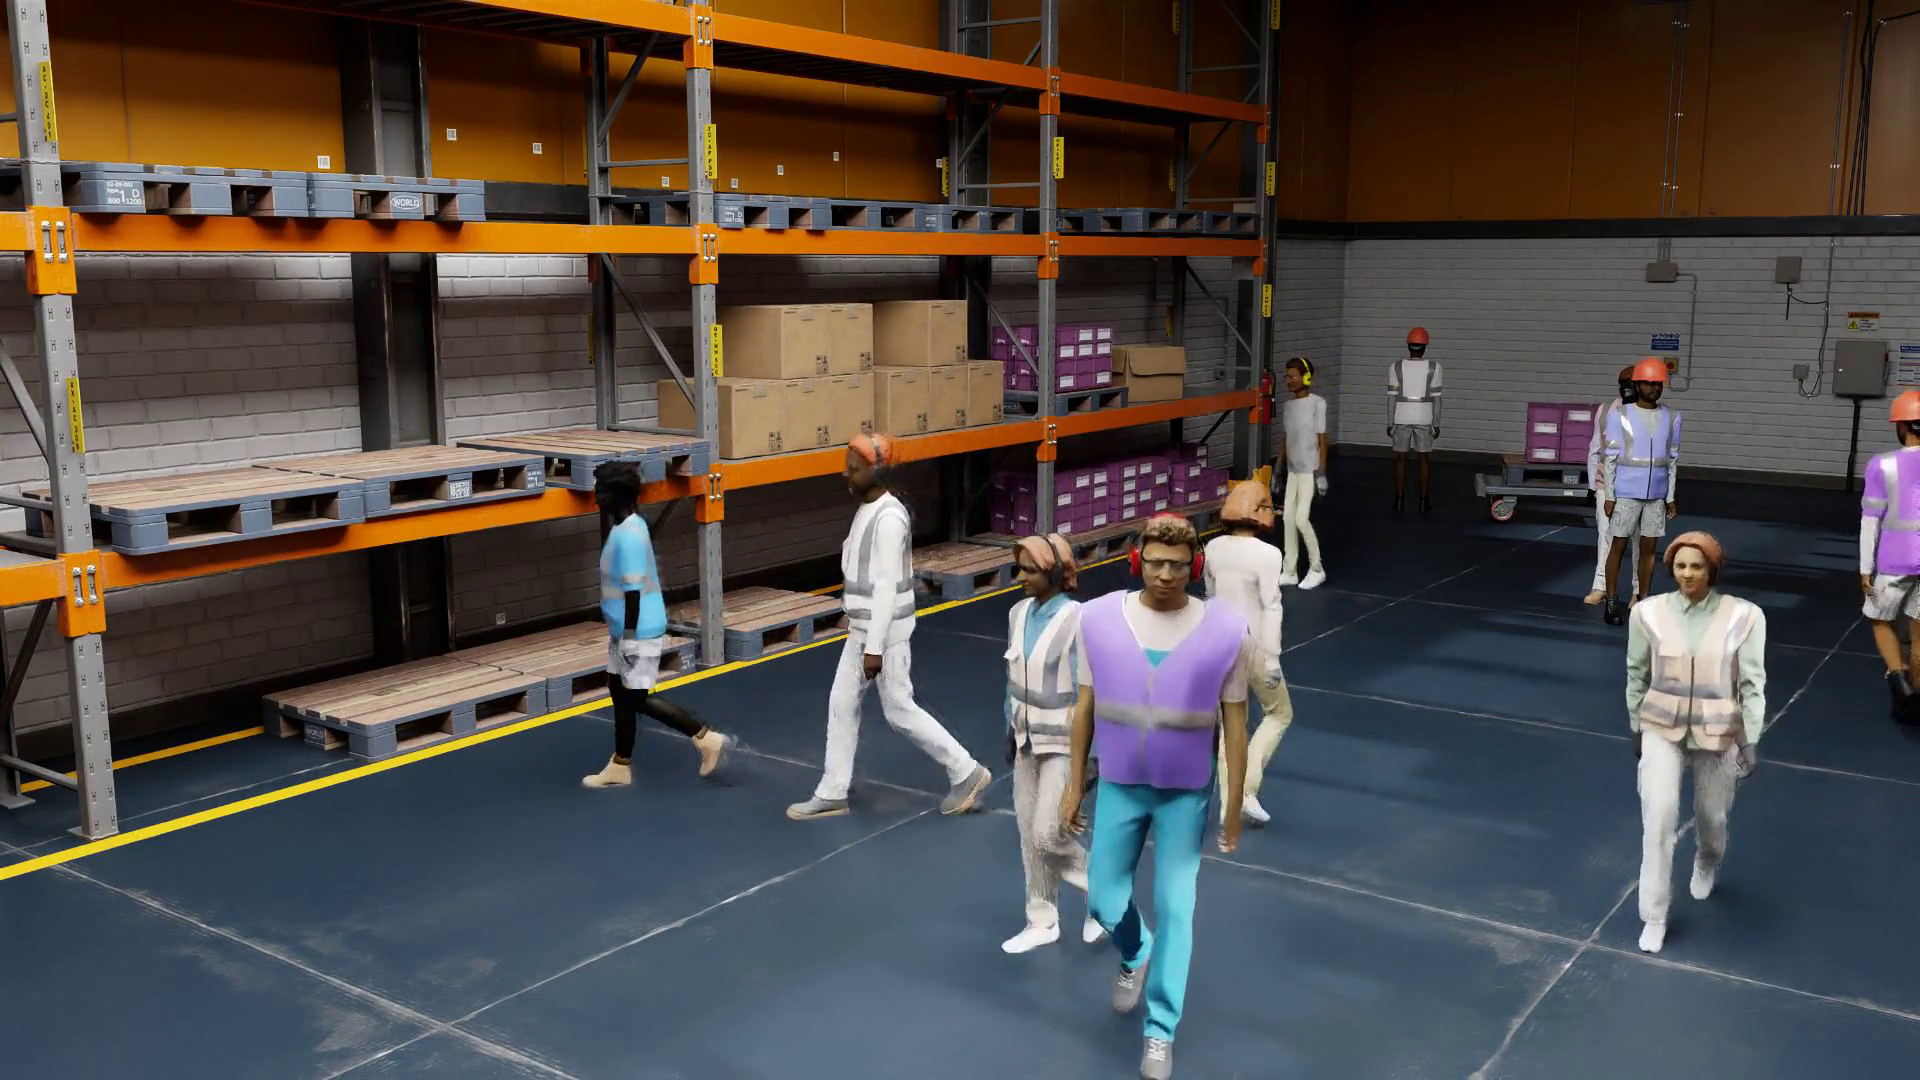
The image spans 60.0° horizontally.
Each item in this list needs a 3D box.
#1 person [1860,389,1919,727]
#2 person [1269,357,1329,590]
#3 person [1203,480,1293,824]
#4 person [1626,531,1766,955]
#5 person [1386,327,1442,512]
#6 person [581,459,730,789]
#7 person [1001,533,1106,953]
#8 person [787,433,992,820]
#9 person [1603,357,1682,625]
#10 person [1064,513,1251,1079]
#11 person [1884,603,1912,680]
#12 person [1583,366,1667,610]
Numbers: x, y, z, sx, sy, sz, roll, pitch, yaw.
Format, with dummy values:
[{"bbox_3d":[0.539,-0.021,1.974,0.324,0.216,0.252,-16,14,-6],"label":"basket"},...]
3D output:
[{"bbox_3d":[5.306,0.128,9.271,0.546,1.915,0.608,3,10,15],"label":"person"},{"bbox_3d":[2.707,-0.530,13.338,0.405,1.860,0.578,-5,11,-26],"label":"person"},{"bbox_3d":[1.327,0.527,7.731,0.369,1.612,0.519,-7,12,-34],"label":"person"},{"bbox_3d":[2.878,0.739,6.540,0.505,1.604,0.816,5,11,26],"label":"person"},{"bbox_3d":[4.755,-1.256,17.431,0.552,1.933,0.368,3,10,16],"label":"person"},{"bbox_3d":[-1.523,0.428,8.206,0.677,1.672,0.525,-2,10,-10],"label":"person"},{"bbox_3d":[0.343,0.776,6.241,0.395,1.623,0.539,-6,11,-33],"label":"person"},{"bbox_3d":[-0.318,0.413,7.769,0.917,1.854,0.583,-3,10,-15],"label":"person"},{"bbox_3d":[4.914,-0.347,12.000,0.544,1.943,0.347,0,10,-2],"label":"person"},{"bbox_3d":[0.644,0.806,5.440,0.598,1.830,0.534,2,10,14],"label":"person"},{"bbox_3d":[6.058,-0.004,10.263,0.504,1.840,0.345,8,13,41],"label":"person"},{"bbox_3d":[5.046,-0.394,12.577,0.633,1.842,0.429,8,12,40],"label":"person"}]
